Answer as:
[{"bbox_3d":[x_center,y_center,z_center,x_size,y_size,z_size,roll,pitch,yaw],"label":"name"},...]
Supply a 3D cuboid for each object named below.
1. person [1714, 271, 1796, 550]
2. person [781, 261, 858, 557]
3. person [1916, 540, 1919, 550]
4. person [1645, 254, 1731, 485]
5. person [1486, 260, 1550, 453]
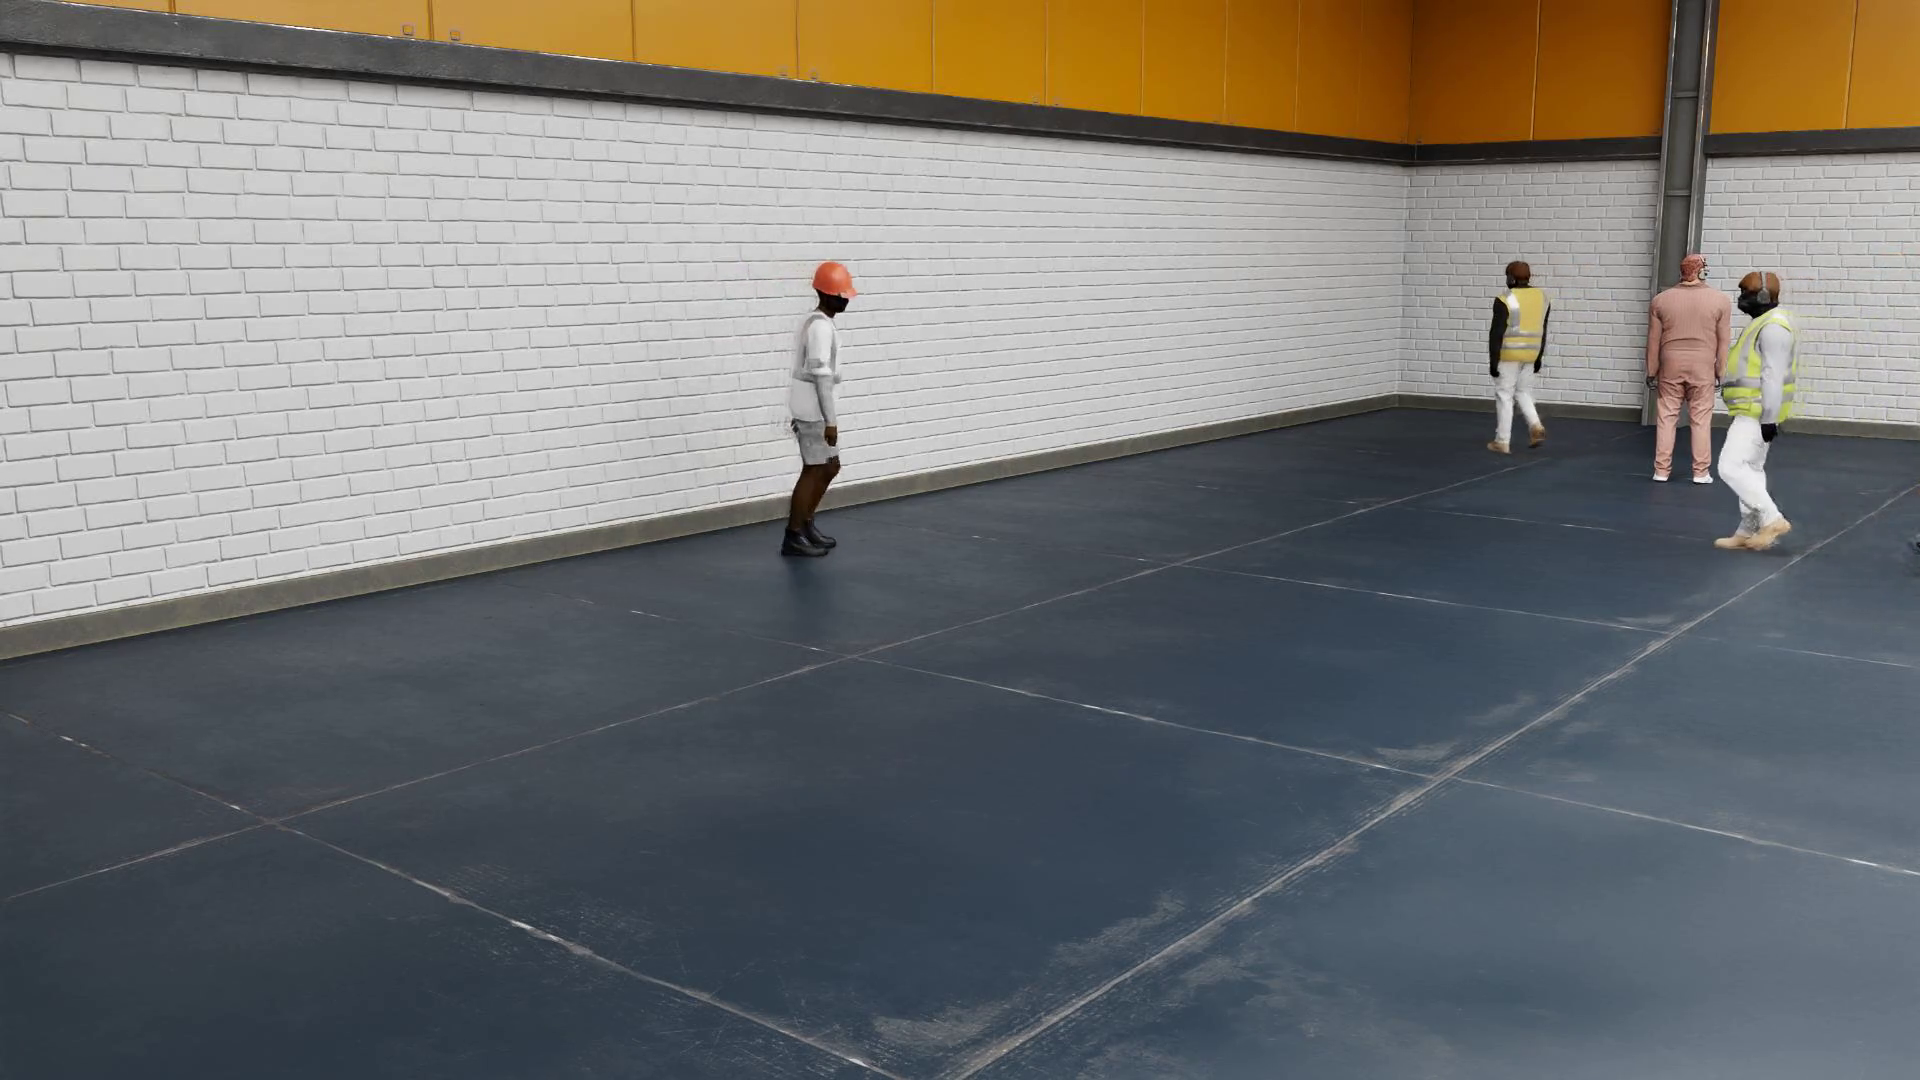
[{"bbox_3d":[5.135,-0.818,10.762,0.441,1.826,0.648,4,11,19],"label":"person"},{"bbox_3d":[-0.902,-0.815,10.553,0.562,1.891,0.560,0,10,0],"label":"person"},{"bbox_3d":[6.271,-0.731,9.807,0.944,2.008,0.612,0,10,0],"label":"person"},{"bbox_3d":[6.045,-1.411,13.832,0.642,1.905,0.401,6,12,29],"label":"person"},{"bbox_3d":[5.277,-1.725,15.762,0.645,1.832,0.506,-4,11,-22],"label":"person"}]
